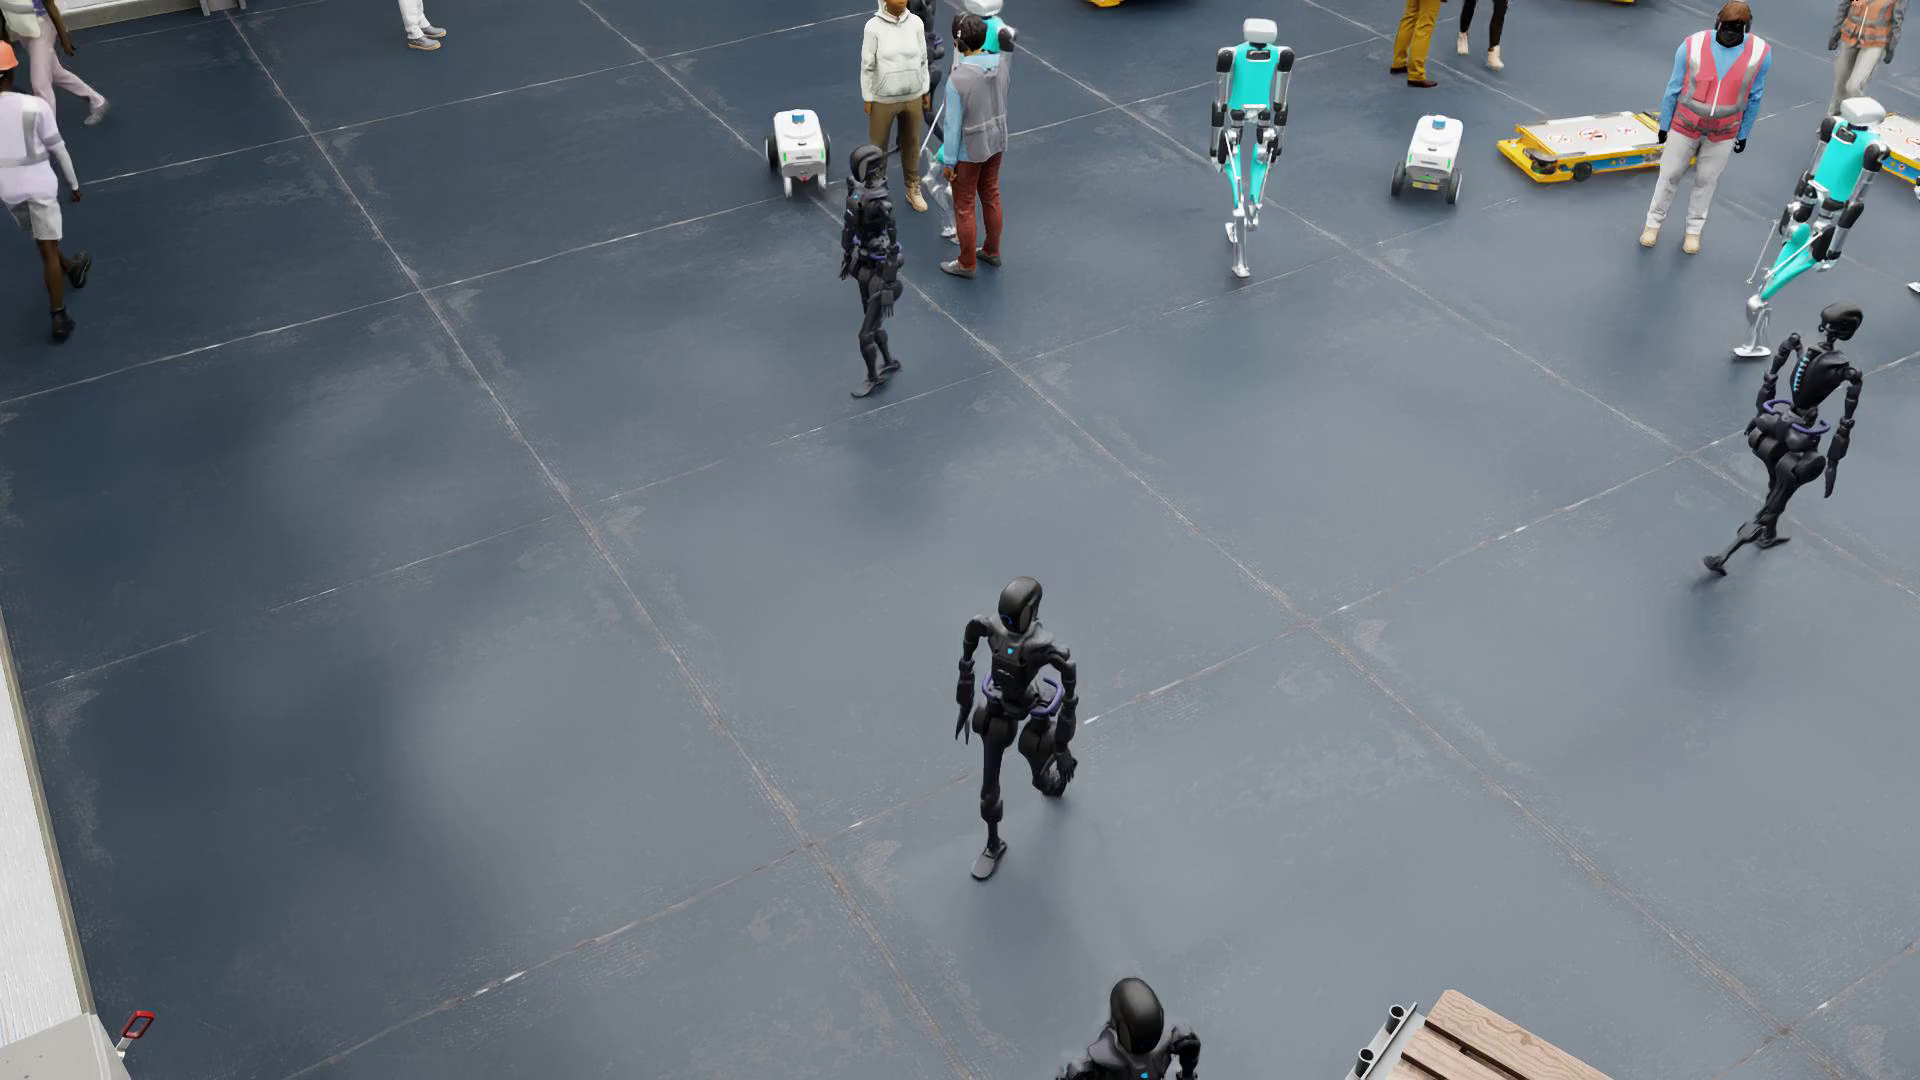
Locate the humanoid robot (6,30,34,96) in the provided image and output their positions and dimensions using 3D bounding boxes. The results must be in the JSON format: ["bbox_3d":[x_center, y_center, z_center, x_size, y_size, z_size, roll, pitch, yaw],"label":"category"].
[{"bbox_3d":[-7.883,-4.207,13.465,0.359,1.641,0.611,-28,46,-31],"label":"humanoid robot"}]

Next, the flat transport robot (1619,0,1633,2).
[{"bbox_3d":[6.383,-5.685,16.465,0.659,0.231,1.431,13,40,16],"label":"flat transport robot"}]

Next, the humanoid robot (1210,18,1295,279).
[{"bbox_3d":[2.018,-2.610,11.448,0.536,1.758,1.047,-3,38,-4],"label":"humanoid robot"}]

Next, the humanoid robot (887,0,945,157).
[{"bbox_3d":[-0.318,-3.729,12.895,0.584,1.641,0.597,-13,40,-16],"label":"humanoid robot"}]

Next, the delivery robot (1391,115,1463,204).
[{"bbox_3d":[3.639,-2.963,12.799,0.499,0.593,0.789,13,40,15],"label":"delivery robot"}]

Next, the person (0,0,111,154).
[{"bbox_3d":[-7.299,-4.012,13.120,0.566,1.797,0.931,19,42,22],"label":"person"}]

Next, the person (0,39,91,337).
[{"bbox_3d":[-6.125,-2.343,10.949,0.575,1.867,1.048,-4,39,-5],"label":"person"}]

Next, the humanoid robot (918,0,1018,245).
[{"bbox_3d":[-0.008,-2.942,11.814,0.531,1.746,0.801,30,47,32],"label":"humanoid robot"}]

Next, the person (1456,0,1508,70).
[{"bbox_3d":[4.621,-4.921,14.370,0.553,1.657,0.802,-2,38,-3],"label":"person"}]

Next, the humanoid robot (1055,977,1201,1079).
[{"bbox_3d":[0.536,2.046,5.580,0.585,1.642,0.456,-15,41,-18],"label":"humanoid robot"}]

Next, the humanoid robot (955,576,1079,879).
[{"bbox_3d":[0.288,0.727,7.285,0.590,1.638,0.745,17,41,20],"label":"humanoid robot"}]

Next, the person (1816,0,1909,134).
[{"bbox_3d":[7.144,-3.939,13.180,0.462,1.608,0.521,-28,46,-30],"label":"person"}]

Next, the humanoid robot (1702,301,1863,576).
[{"bbox_3d":[4.417,-0.536,8.878,0.772,1.633,0.615,-16,41,-19],"label":"humanoid robot"}]

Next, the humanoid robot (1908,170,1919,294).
[{"bbox_3d":[6.727,-2.337,11.116,0.547,1.839,0.757,-8,39,-10],"label":"humanoid robot"}]

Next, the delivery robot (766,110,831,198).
[{"bbox_3d":[-1.245,-3.052,12.917,0.499,0.601,0.775,-6,39,-8],"label":"delivery robot"}]

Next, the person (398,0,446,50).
[{"bbox_3d":[-4.907,-5.304,14.686,0.354,1.882,0.577,-1,38,-2],"label":"person"}]

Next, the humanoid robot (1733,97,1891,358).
[{"bbox_3d":[5.220,-1.889,10.525,0.767,1.808,0.537,-8,39,-10],"label":"humanoid robot"}]

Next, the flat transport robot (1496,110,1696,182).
[{"bbox_3d":[5.089,-3.136,13.249,1.431,0.231,0.659,-9,39,-11],"label":"flat transport robot"}]

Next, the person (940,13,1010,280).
[{"bbox_3d":[0.109,-2.659,11.358,0.418,1.870,0.542,31,48,33],"label":"person"}]

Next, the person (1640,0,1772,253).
[{"bbox_3d":[5.230,-2.893,11.689,0.628,1.837,0.431,12,40,15],"label":"person"}]

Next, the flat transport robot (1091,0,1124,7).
[{"bbox_3d":[1.827,-5.505,16.239,1.431,0.231,0.659,-17,42,-21],"label":"flat transport robot"}]

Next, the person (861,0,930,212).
[{"bbox_3d":[-0.477,-3.240,12.174,0.521,1.768,0.373,-13,40,-15],"label":"person"}]

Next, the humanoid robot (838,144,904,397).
[{"bbox_3d":[-0.561,-1.671,10.268,0.502,1.639,0.600,-23,44,-26],"label":"humanoid robot"}]

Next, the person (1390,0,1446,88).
[{"bbox_3d":[3.972,-4.728,14.063,0.346,1.753,0.538,-10,40,-13],"label":"person"}]

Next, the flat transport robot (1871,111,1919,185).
[{"bbox_3d":[7.583,-2.990,13.064,0.659,0.231,1.431,-18,42,-21],"label":"flat transport robot"}]
